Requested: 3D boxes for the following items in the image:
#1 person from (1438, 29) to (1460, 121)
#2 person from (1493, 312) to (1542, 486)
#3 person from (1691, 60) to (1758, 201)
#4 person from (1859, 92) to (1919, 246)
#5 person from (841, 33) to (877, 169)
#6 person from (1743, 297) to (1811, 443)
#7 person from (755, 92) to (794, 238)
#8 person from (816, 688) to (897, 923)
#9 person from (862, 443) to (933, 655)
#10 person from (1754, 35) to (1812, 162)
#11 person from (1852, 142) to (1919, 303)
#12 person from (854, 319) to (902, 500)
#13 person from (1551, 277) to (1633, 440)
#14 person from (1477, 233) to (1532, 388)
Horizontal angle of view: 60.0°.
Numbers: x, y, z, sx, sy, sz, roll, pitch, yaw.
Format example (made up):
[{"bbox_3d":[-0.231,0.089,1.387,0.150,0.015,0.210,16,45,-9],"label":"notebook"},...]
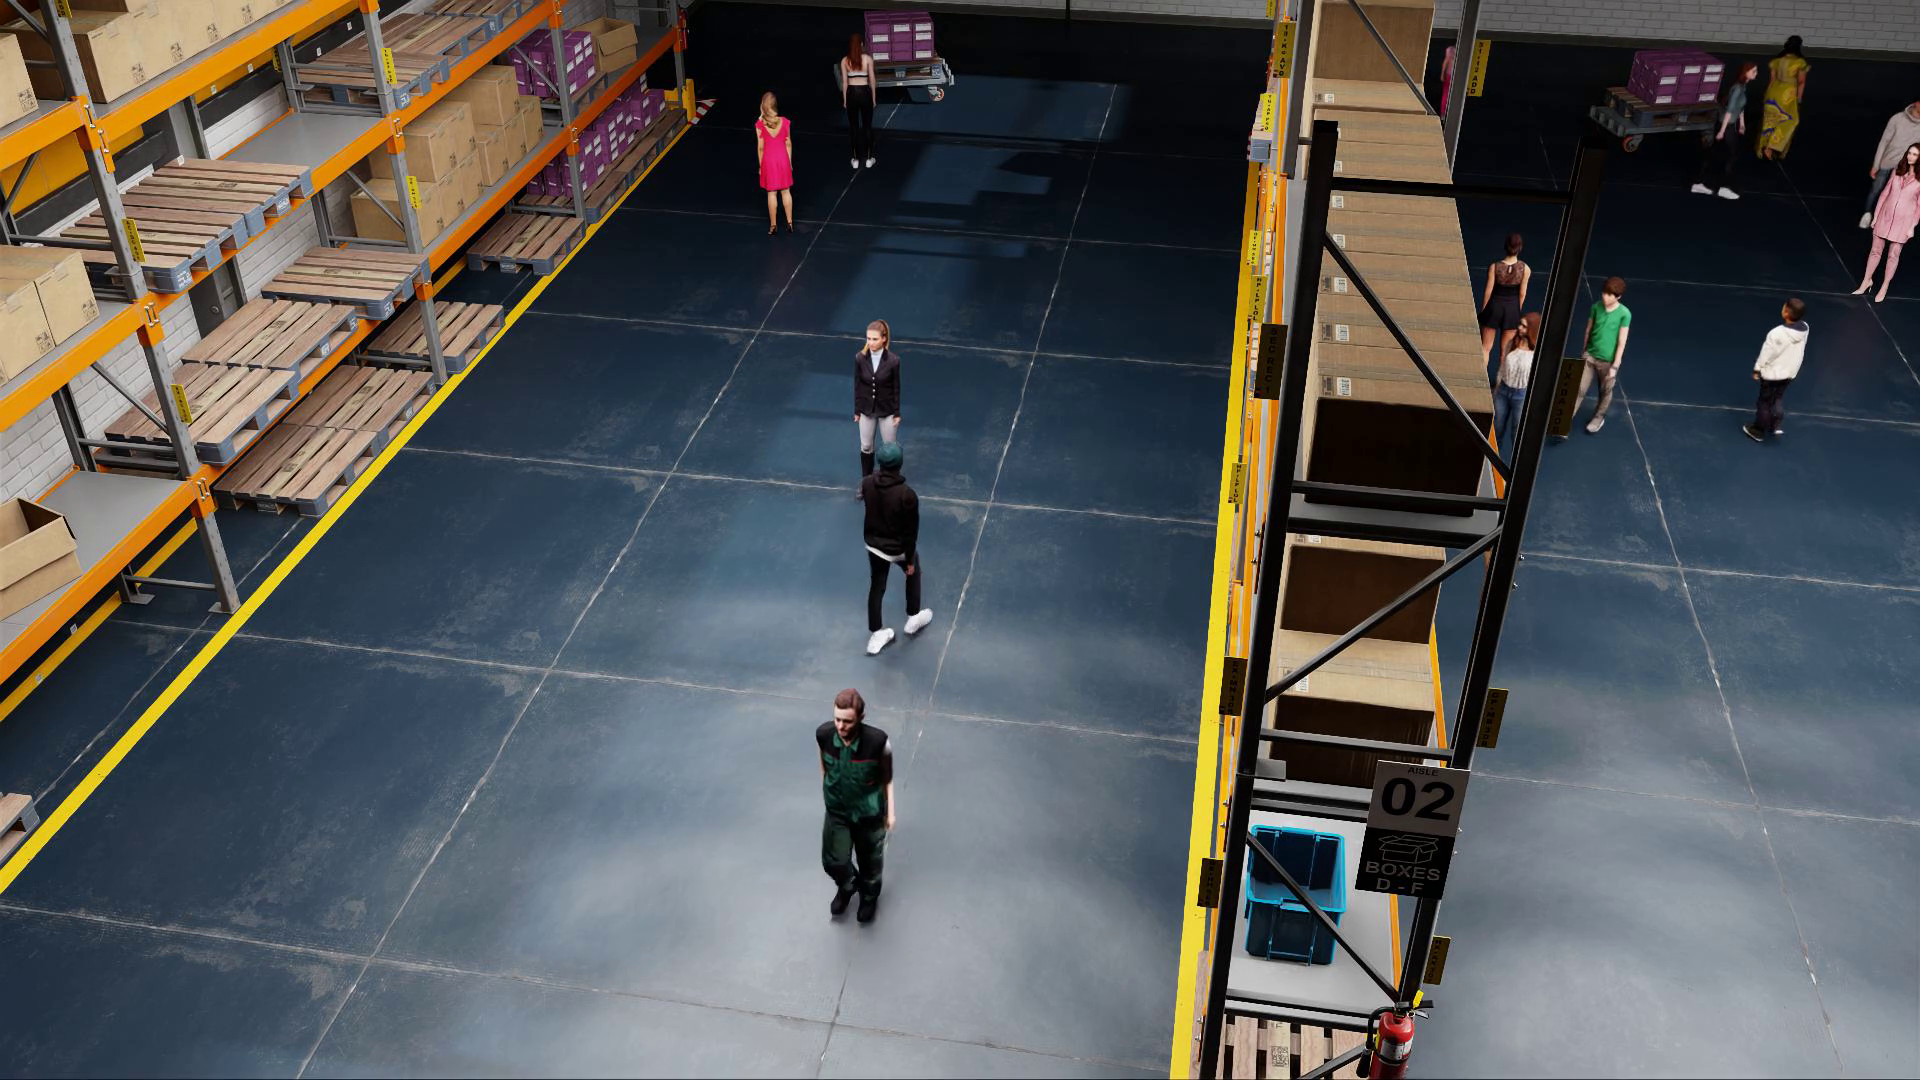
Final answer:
[{"bbox_3d":[6.863,-6.462,23.081,0.490,1.271,0.507,6,34,10],"label":"person"},{"bbox_3d":[4.959,-1.261,14.844,0.690,1.728,0.647,-25,41,-32],"label":"person"},{"bbox_3d":[9.415,-5.103,20.632,0.750,1.718,0.806,14,36,20],"label":"person"},{"bbox_3d":[10.963,-4.416,19.542,0.859,1.782,1.318,12,35,17],"label":"person"},{"bbox_3d":[-1.299,-5.671,21.468,0.627,1.740,0.583,-1,34,-1],"label":"person"},{"bbox_3d":[7.700,-1.556,15.543,0.698,1.446,0.717,-9,35,-13],"label":"person"},{"bbox_3d":[-2.179,-4.428,19.610,0.657,1.727,0.672,-9,35,-13],"label":"person"},{"bbox_3d":[-0.616,1.613,10.427,0.654,1.831,0.631,6,34,10],"label":"person"},{"bbox_3d":[-0.583,0.102,12.735,0.853,1.793,1.002,16,37,23],"label":"person"},{"bbox_3d":[10.618,-5.691,21.585,1.073,1.643,1.006,-23,40,-30],"label":"person"},{"bbox_3d":[10.192,-3.467,18.096,0.737,1.801,0.691,-24,40,-31],"label":"person"},{"bbox_3d":[-0.717,-1.121,14.632,0.565,1.729,0.519,5,34,8],"label":"person"},{"bbox_3d":[6.071,-1.720,15.632,0.948,1.620,1.136,27,42,34],"label":"person"},{"bbox_3d":[5.326,-2.244,16.368,0.573,1.678,0.558,4,34,6],"label":"person"}]
